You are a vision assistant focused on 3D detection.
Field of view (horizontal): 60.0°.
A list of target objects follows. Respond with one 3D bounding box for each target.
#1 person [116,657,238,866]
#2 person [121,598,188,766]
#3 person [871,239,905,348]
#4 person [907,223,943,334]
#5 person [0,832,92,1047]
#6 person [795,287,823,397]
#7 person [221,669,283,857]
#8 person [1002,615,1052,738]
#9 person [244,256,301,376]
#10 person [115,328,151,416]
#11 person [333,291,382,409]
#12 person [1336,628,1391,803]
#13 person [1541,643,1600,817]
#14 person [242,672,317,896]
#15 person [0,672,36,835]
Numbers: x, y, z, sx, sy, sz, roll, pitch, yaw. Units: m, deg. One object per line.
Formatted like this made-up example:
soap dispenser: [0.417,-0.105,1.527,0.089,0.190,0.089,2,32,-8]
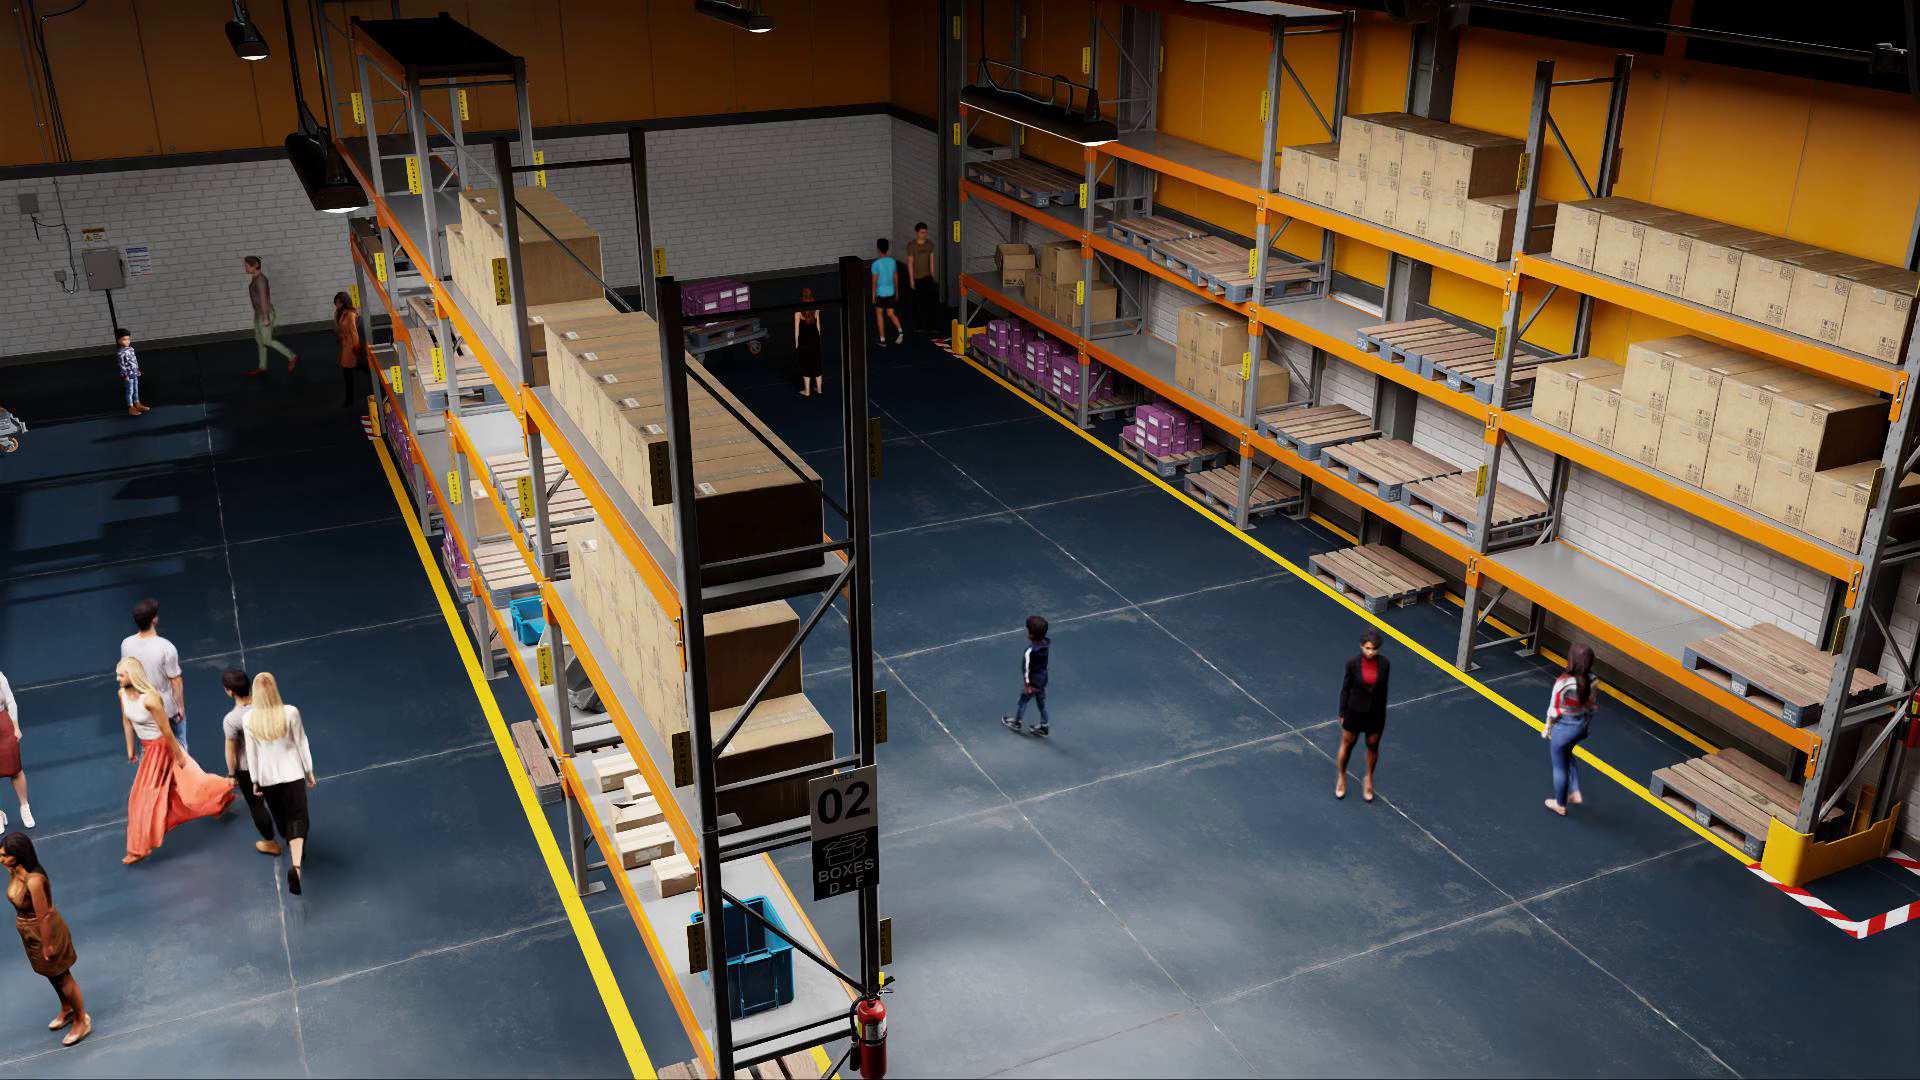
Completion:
person: [-6.529,1.731,13.759,1.314,1.748,1.134,17,29,34]
person: [-6.937,1.430,14.295,0.932,1.870,1.060,1,24,3]
person: [-1.149,-3.911,26.661,0.727,1.752,0.960,-17,29,-34]
person: [-0.701,-4.359,27.586,0.665,1.832,0.872,-11,26,-24]
person: [-6.351,2.740,11.529,0.584,1.686,0.694,18,29,35]
person: [-2.233,-2.936,24.596,0.557,1.620,0.567,-13,27,-26]
person: [-5.694,1.838,13.569,0.820,1.703,0.777,15,28,31]
person: [0.743,1.289,15.445,0.799,1.207,0.699,18,29,35]
person: [-10.564,-3.435,25.445,0.821,1.854,0.980,-14,27,-28]
person: [-11.941,-2.428,23.893,0.639,1.253,0.563,4,24,10]
person: [-8.785,-2.793,24.174,1.131,1.695,1.061,21,31,39]
person: [3.491,1.519,14.382,0.678,1.637,0.732,2,24,5]
person: [5.239,1.644,14.138,0.576,1.604,0.588,-11,26,-24]
person: [-5.362,1.962,13.132,0.770,1.828,1.188,-6,24,-13]
person: [-8.097,1.657,13.926,0.587,1.750,0.493,-11,26,-24]
